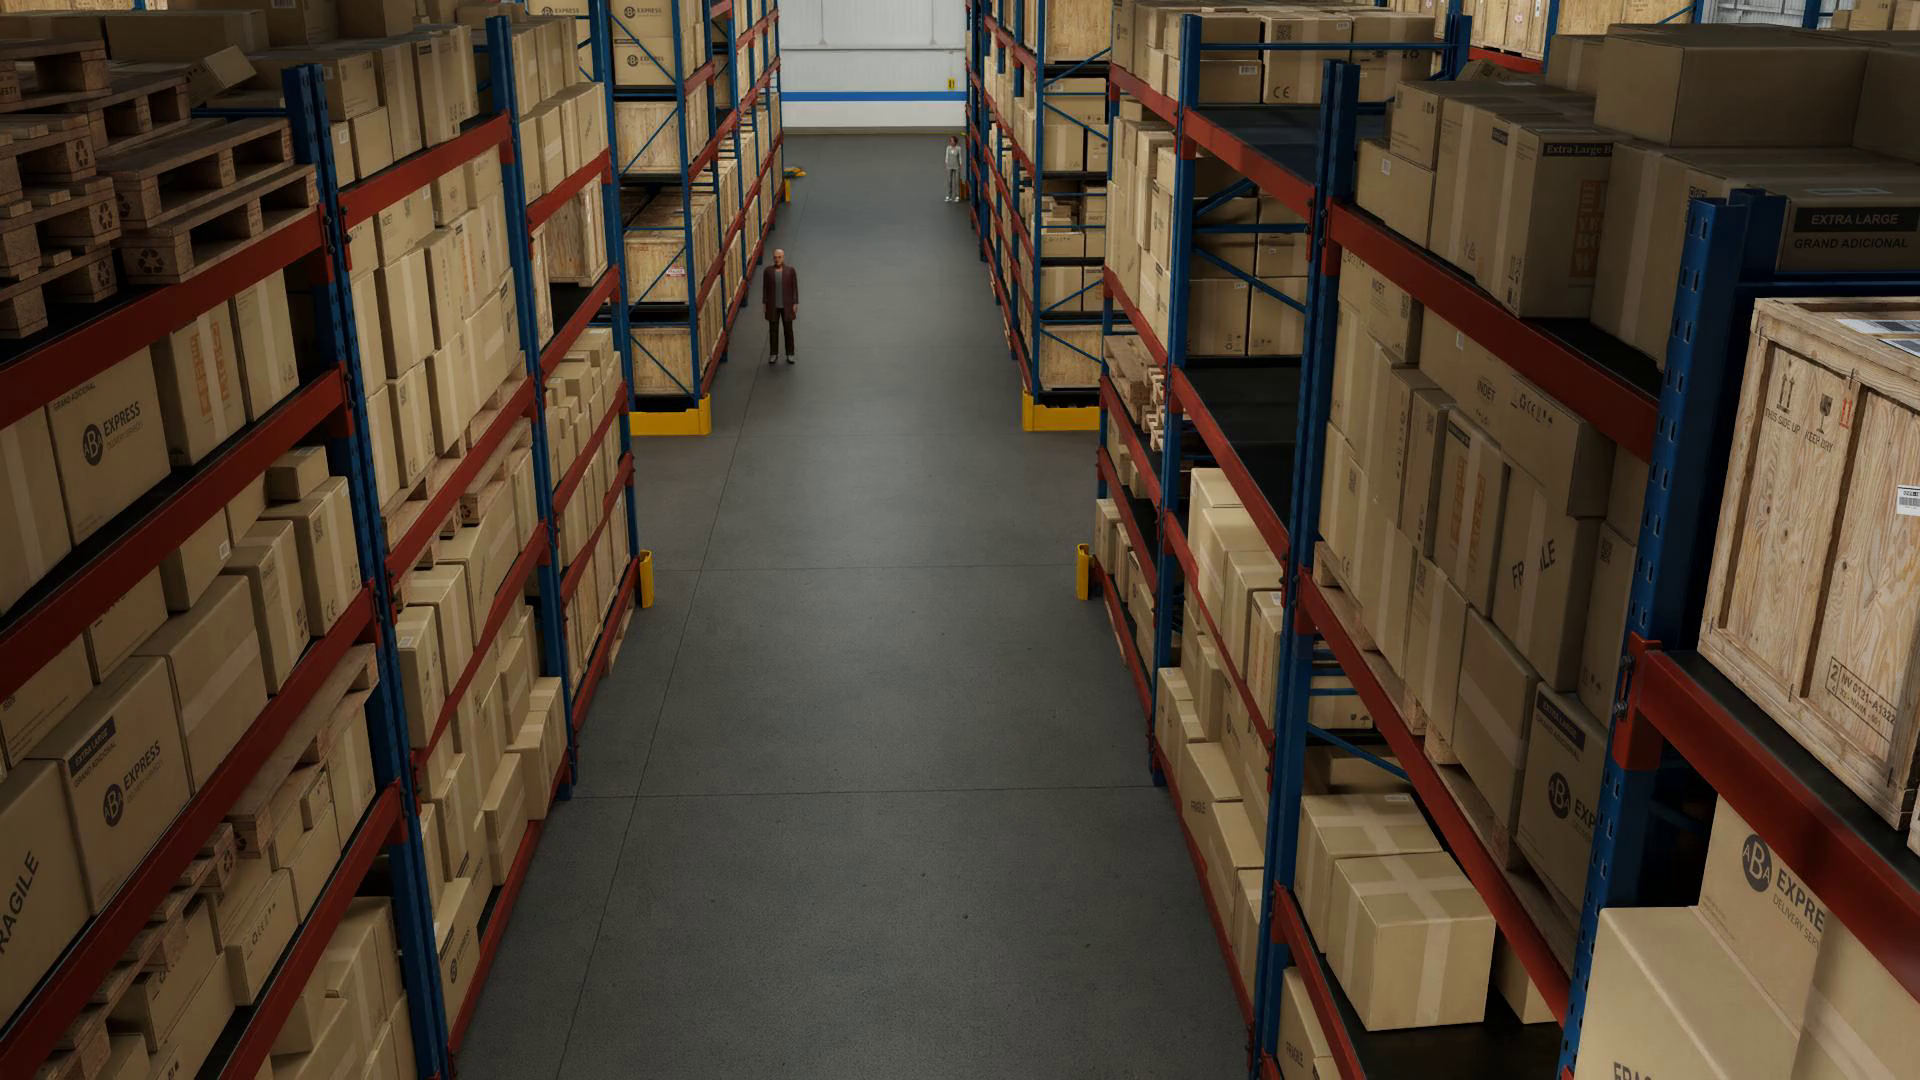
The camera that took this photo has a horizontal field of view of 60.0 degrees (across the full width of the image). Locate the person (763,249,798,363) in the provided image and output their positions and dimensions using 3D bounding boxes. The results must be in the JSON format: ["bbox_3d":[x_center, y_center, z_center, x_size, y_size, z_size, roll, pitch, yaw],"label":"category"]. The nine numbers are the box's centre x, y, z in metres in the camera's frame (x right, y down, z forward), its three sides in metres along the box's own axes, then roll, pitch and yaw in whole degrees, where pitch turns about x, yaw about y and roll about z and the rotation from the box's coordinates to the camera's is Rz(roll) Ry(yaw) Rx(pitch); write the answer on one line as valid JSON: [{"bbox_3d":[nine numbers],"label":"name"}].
[{"bbox_3d":[-2.858,-3.716,26.428,0.573,1.780,0.401,-1,20,-1],"label":"person"}]

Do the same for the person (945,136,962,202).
[{"bbox_3d":[-0.160,-9.296,41.646,0.408,1.600,0.321,4,21,9],"label":"person"}]

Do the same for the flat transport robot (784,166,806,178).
[{"bbox_3d":[-5.011,-10.122,45.862,1.431,0.264,0.659,-6,21,-15],"label":"flat transport robot"}]
